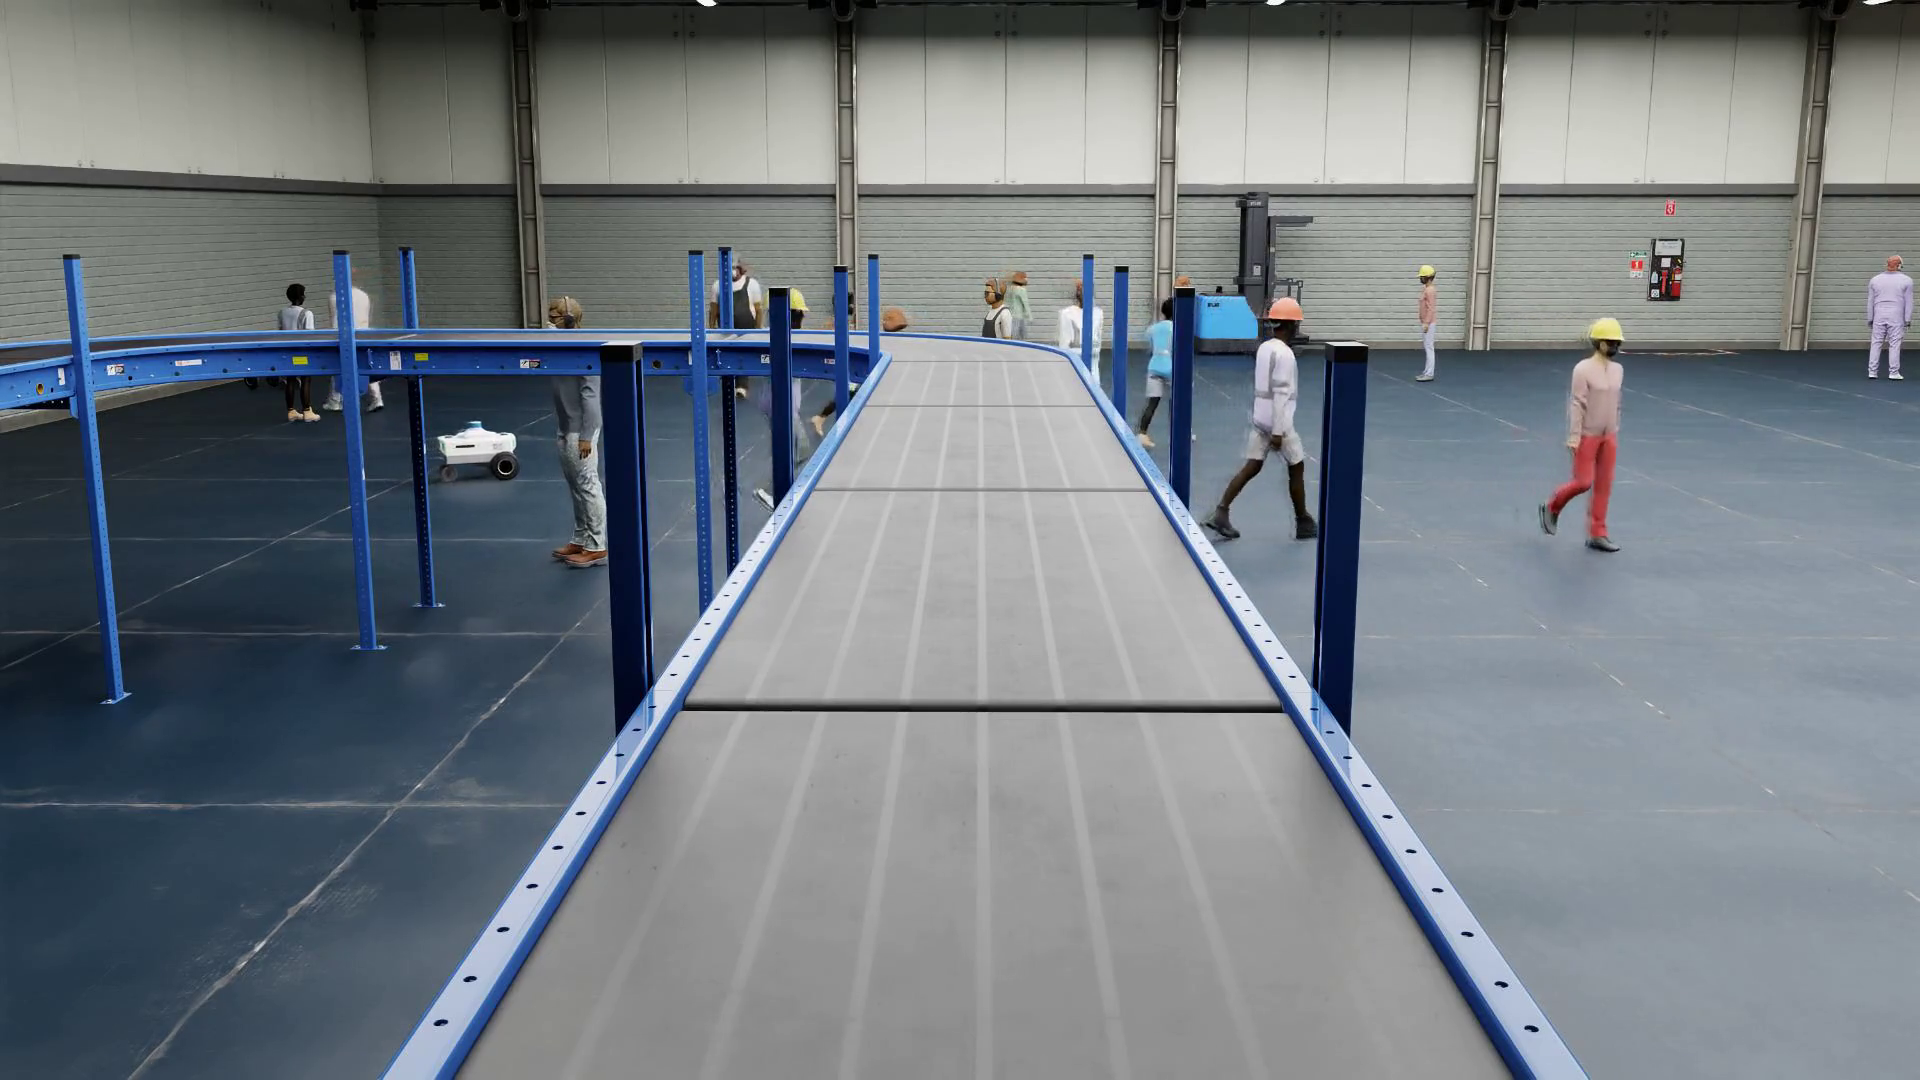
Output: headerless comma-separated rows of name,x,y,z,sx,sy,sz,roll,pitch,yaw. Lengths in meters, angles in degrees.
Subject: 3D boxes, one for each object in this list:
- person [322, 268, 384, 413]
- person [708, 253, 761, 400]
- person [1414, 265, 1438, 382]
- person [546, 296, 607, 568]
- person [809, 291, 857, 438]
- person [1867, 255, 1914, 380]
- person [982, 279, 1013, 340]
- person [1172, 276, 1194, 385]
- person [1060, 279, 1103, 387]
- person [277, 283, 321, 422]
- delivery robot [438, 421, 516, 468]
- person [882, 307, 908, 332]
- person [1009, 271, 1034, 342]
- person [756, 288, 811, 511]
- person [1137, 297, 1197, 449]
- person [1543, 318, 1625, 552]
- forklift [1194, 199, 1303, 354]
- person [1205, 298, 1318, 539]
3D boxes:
person,-7.834,-2.564,21.396,1.006,1.859,0.648,7,13,34
person,-3.118,-2.919,22.836,0.707,2.000,0.978,1,11,5
person,7.149,-3.320,25.499,0.329,1.765,0.526,3,11,13
person,-2.770,-0.783,12.013,0.355,1.937,0.634,-6,12,-28
person,-1.339,-1.951,18.661,0.670,1.681,0.538,-2,11,-8
person,14.381,-3.435,25.725,0.408,1.908,0.642,-11,15,-44
person,0.384,-1.866,17.822,0.346,1.846,0.507,-4,12,-21
person,3.300,-3.115,24.781,0.279,1.633,0.505,-4,12,-20
person,1.285,-1.930,18.193,0.580,1.846,0.947,-6,13,-29
person,-8.159,-2.312,20.516,0.530,1.689,0.323,4,12,18
delivery robot,-4.666,-0.902,16.061,0.707,0.478,0.477,-4,12,-21
person,-0.577,-1.533,16.716,0.566,1.611,0.533,-1,11,-5
person,0.949,-3.770,28.241,0.821,1.597,0.499,-3,11,-13
person,-1.426,-1.125,13.827,0.417,1.910,0.625,-1,11,-3
person,2.249,-1.819,18.099,0.560,1.635,0.898,10,15,43
person,4.790,-0.813,12.629,0.538,1.752,0.559,-6,12,-27
forklift,5.313,-4.851,30.603,1.873,2.768,1.129,0,11,1
person,2.402,-0.940,12.970,1.021,1.891,0.555,-3,11,-14
